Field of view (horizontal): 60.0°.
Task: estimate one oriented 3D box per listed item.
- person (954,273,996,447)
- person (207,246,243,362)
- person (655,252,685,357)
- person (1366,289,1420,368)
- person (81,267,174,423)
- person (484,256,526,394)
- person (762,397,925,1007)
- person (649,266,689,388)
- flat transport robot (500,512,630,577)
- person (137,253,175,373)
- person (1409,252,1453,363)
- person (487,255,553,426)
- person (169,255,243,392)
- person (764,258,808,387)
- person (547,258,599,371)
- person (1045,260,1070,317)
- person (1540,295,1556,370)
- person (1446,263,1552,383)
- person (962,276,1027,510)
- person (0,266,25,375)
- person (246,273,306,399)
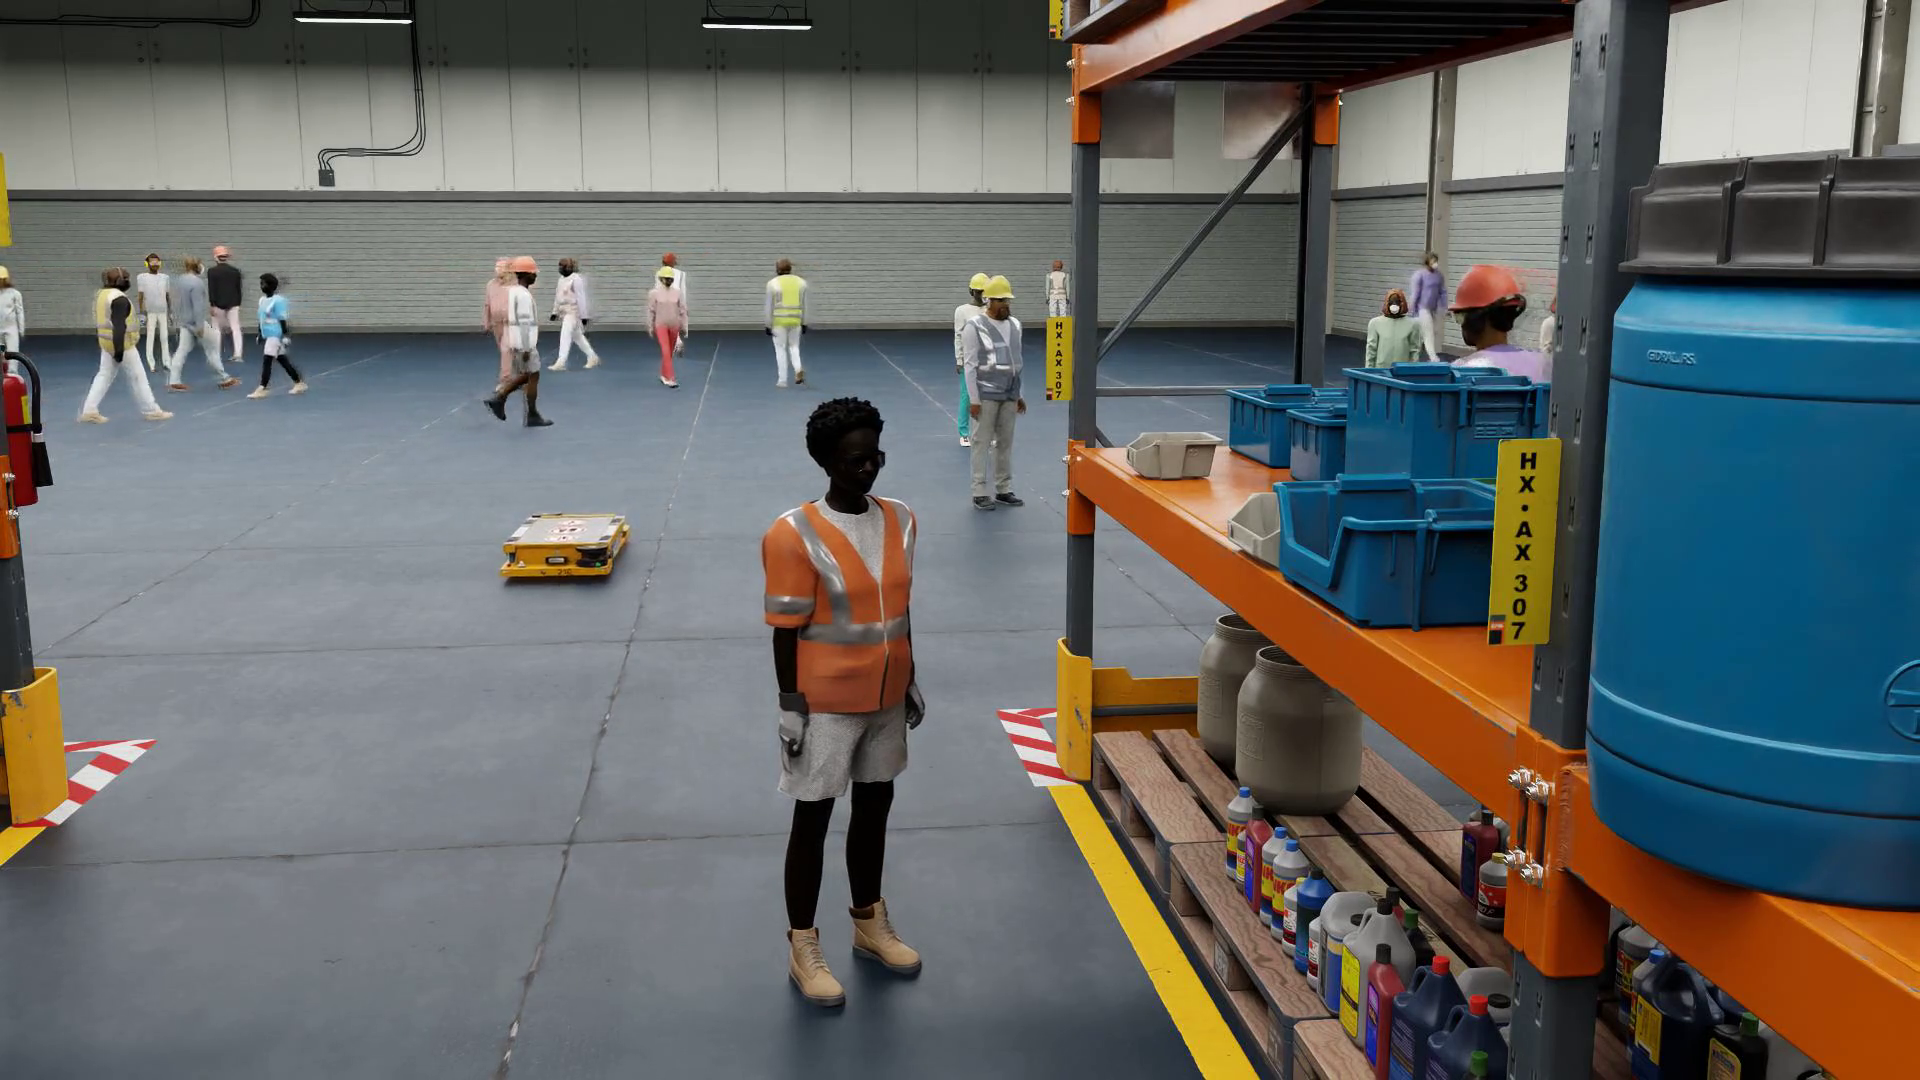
[{"bbox_3d":[0.189,-1.833,16.980,0.524,1.768,0.312,-5,11,-26],"label":"person"},{"bbox_3d":[-12.642,-4.037,28.520,0.875,1.955,0.648,8,13,36],"label":"person"},{"bbox_3d":[-5.087,-4.149,29.404,0.579,1.865,0.733,-8,13,-38],"label":"person"},{"bbox_3d":[4.207,-1.626,16.202,0.507,1.632,0.268,2,10,9],"label":"person"},{"bbox_3d":[-9.705,-2.239,19.154,0.643,1.794,0.972,10,14,44],"label":"person"},{"bbox_3d":[-6.250,-2.983,23.009,0.652,1.872,0.950,4,11,21],"label":"person"},{"bbox_3d":[-0.312,0.442,4.692,0.541,1.695,0.315,-10,14,-44],"label":"person"},{"bbox_3d":[-4.176,-3.047,23.781,0.533,1.718,0.954,-5,12,-27],"label":"person"},{"bbox_3d":[-2.576,0.015,10.945,0.652,0.197,1.431,-1,10,-5],"label":"flat transport robot"},{"bbox_3d":[-12.686,-3.580,26.256,0.509,1.877,0.328,-10,14,-44],"label":"person"},{"bbox_3d":[7.486,-3.610,26.391,0.655,1.884,1.021,-8,13,-36],"label":"person"},{"bbox_3d":[-4.952,-2.218,18.641,0.606,1.925,0.549,-6,12,-30],"label":"person"},{"bbox_3d":[-10.546,-2.992,23.012,0.647,1.885,1.009,9,13,40],"label":"person"},{"bbox_3d":[-2.479,-3.077,23.608,0.648,1.833,0.436,-6,12,-29],"label":"person"},{"bbox_3d":[-6.235,-3.642,26.813,0.926,1.807,0.622,-7,12,-33],"label":"person"},{"bbox_3d":[2.056,-5.066,35.057,0.514,1.636,0.315,0,10,0],"label":"person"},{"bbox_3d":[5.870,-1.644,16.337,0.500,1.623,0.299,-6,12,-30],"label":"person"},{"bbox_3d":[2.155,-0.115,6.871,0.603,2.026,0.450,-8,13,-38],"label":"person"},{"bbox_3d":[0.294,-1.150,13.079,0.607,1.826,0.410,-9,14,-40],"label":"person"},{"bbox_3d":[-13.236,-2.931,23.059,0.509,1.729,0.390,-3,11,-14],"label":"person"},{"bbox_3d":[-9.141,-2.725,22.177,0.538,1.657,0.872,10,14,42],"label":"person"}]
